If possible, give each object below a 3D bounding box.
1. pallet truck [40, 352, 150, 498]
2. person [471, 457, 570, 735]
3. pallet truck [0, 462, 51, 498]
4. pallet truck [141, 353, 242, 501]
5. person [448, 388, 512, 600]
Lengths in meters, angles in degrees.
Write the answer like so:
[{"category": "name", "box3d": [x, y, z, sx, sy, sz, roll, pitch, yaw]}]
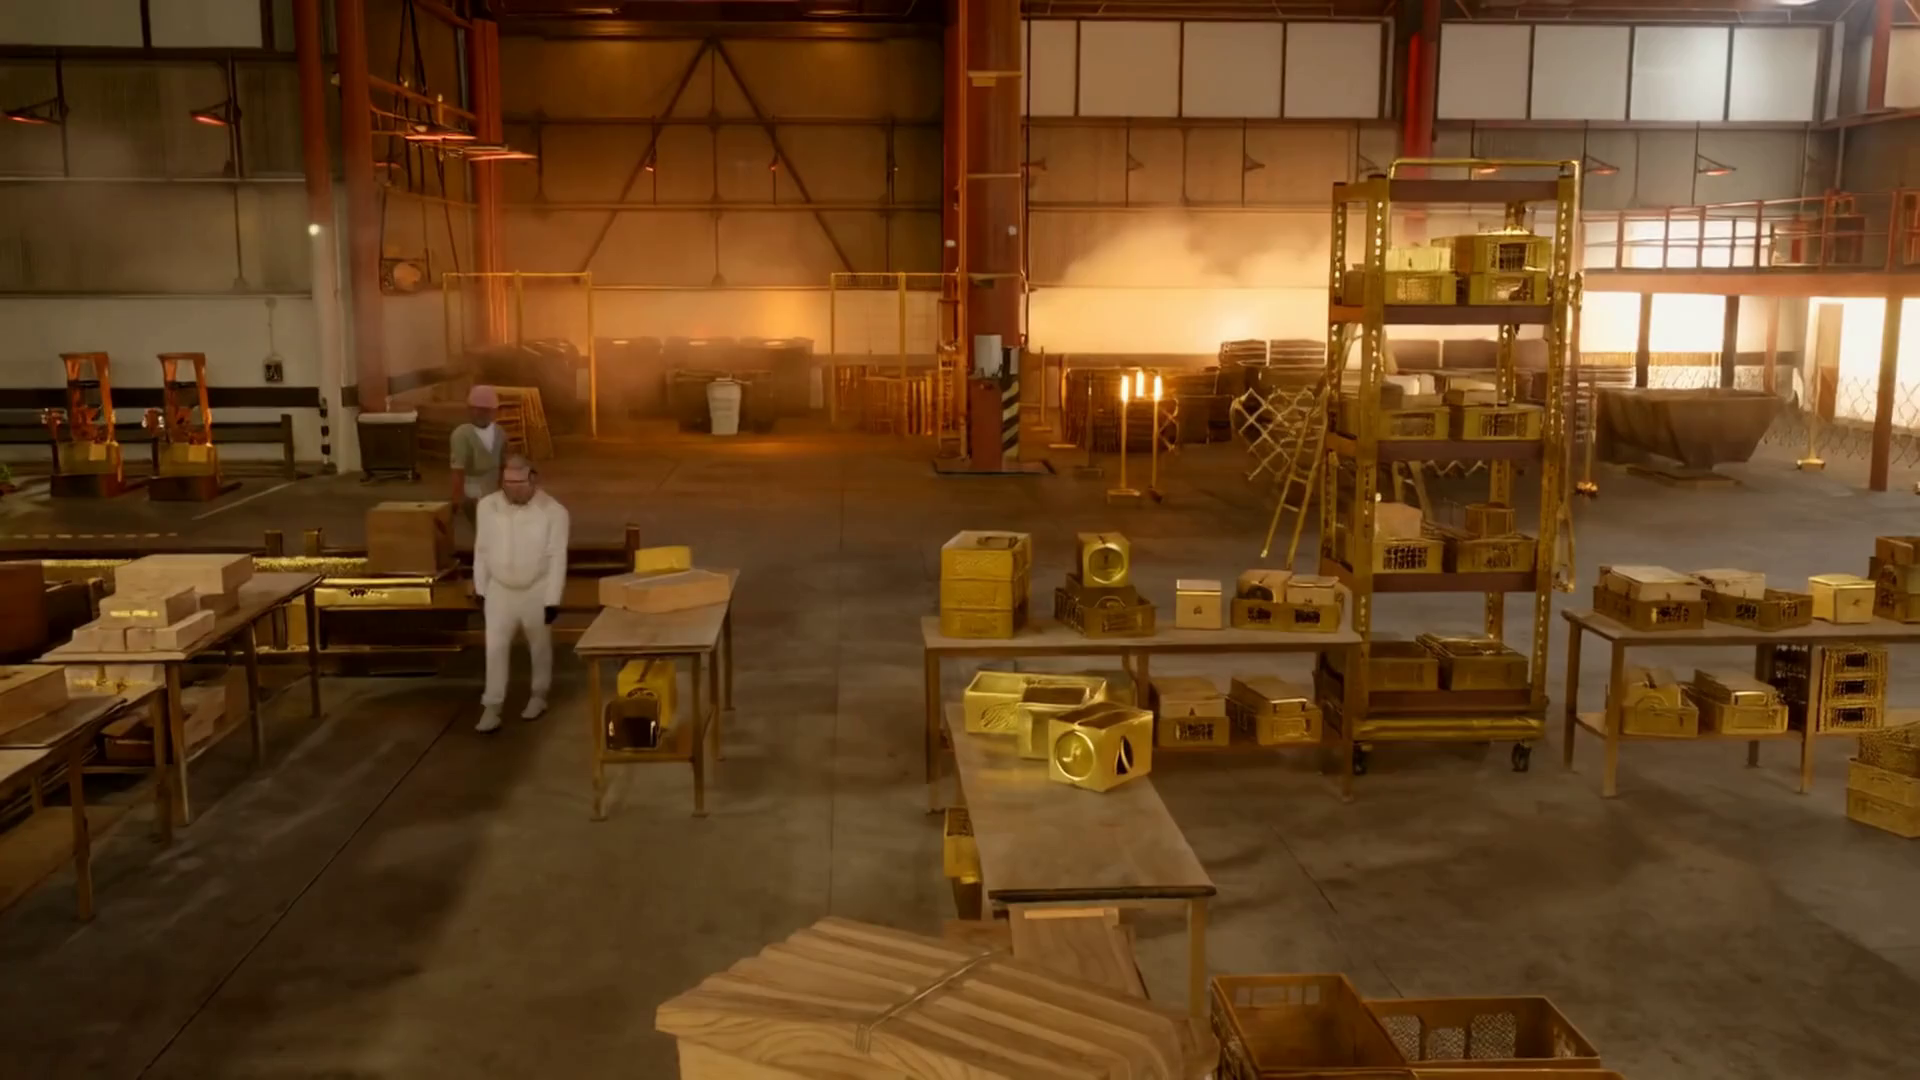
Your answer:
[{"category": "pallet truck", "box3d": [-11.907, -1.642, 23.165, 0.823, 1.965, 1.885, 0, 9, 0]}, {"category": "person", "box3d": [-2.955, 0.369, 11.032, 0.711, 1.836, 0.997, 0, 9, 2]}, {"category": "pallet truck", "box3d": [-13.193, -1.293, 23.148, 0.653, 1.274, 1.630, -1, 9, -4]}, {"category": "pallet truck", "box3d": [-10.520, -1.604, 22.925, 0.823, 1.965, 1.885, -1, 9, -6]}, {"category": "person", "box3d": [-4.324, -0.397, 15.335, 0.982, 1.995, 0.627, 6, 11, 31]}]
